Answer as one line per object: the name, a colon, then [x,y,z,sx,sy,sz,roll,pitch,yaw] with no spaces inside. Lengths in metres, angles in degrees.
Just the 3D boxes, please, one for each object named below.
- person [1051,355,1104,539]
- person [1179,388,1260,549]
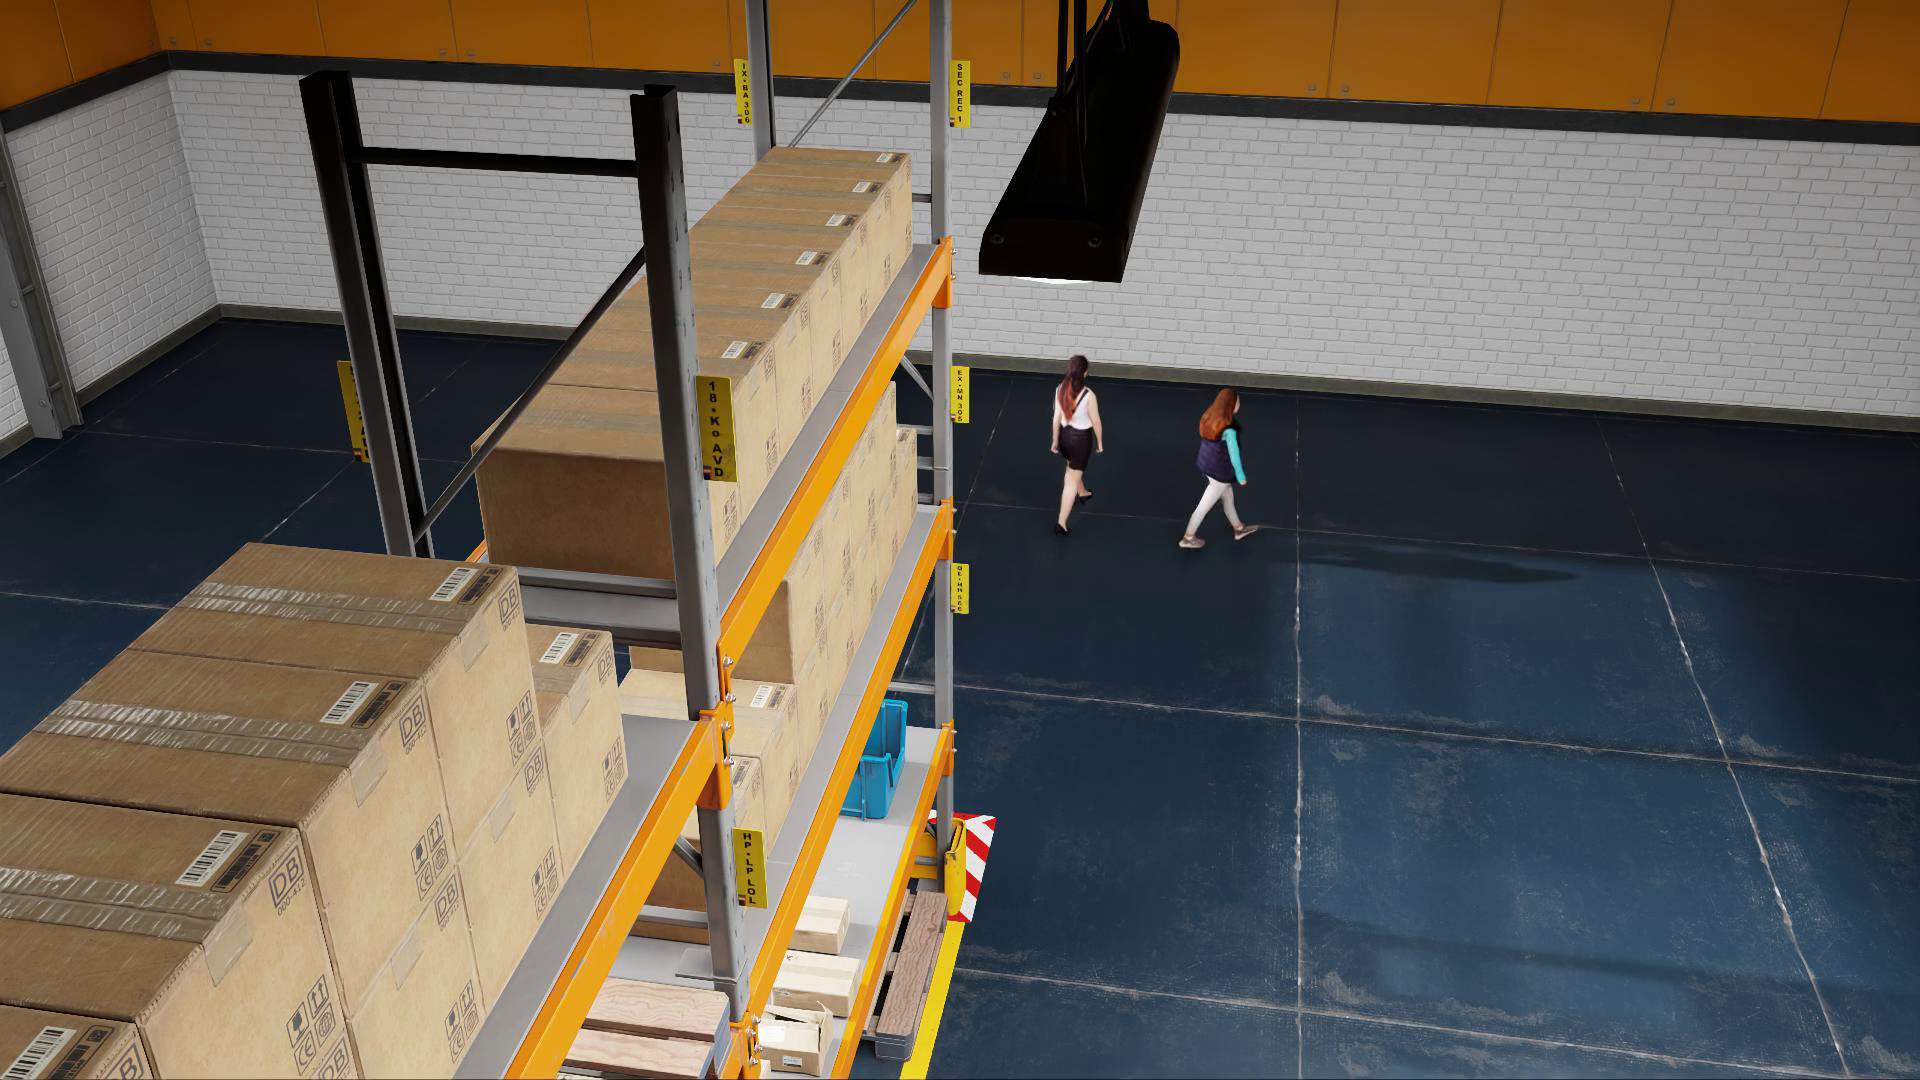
person: [0.964,-0.774,14.417,0.841,1.604,1.122,16,33,27]
person: [2.137,-0.570,14.194,0.848,1.460,0.981,-5,29,-9]
